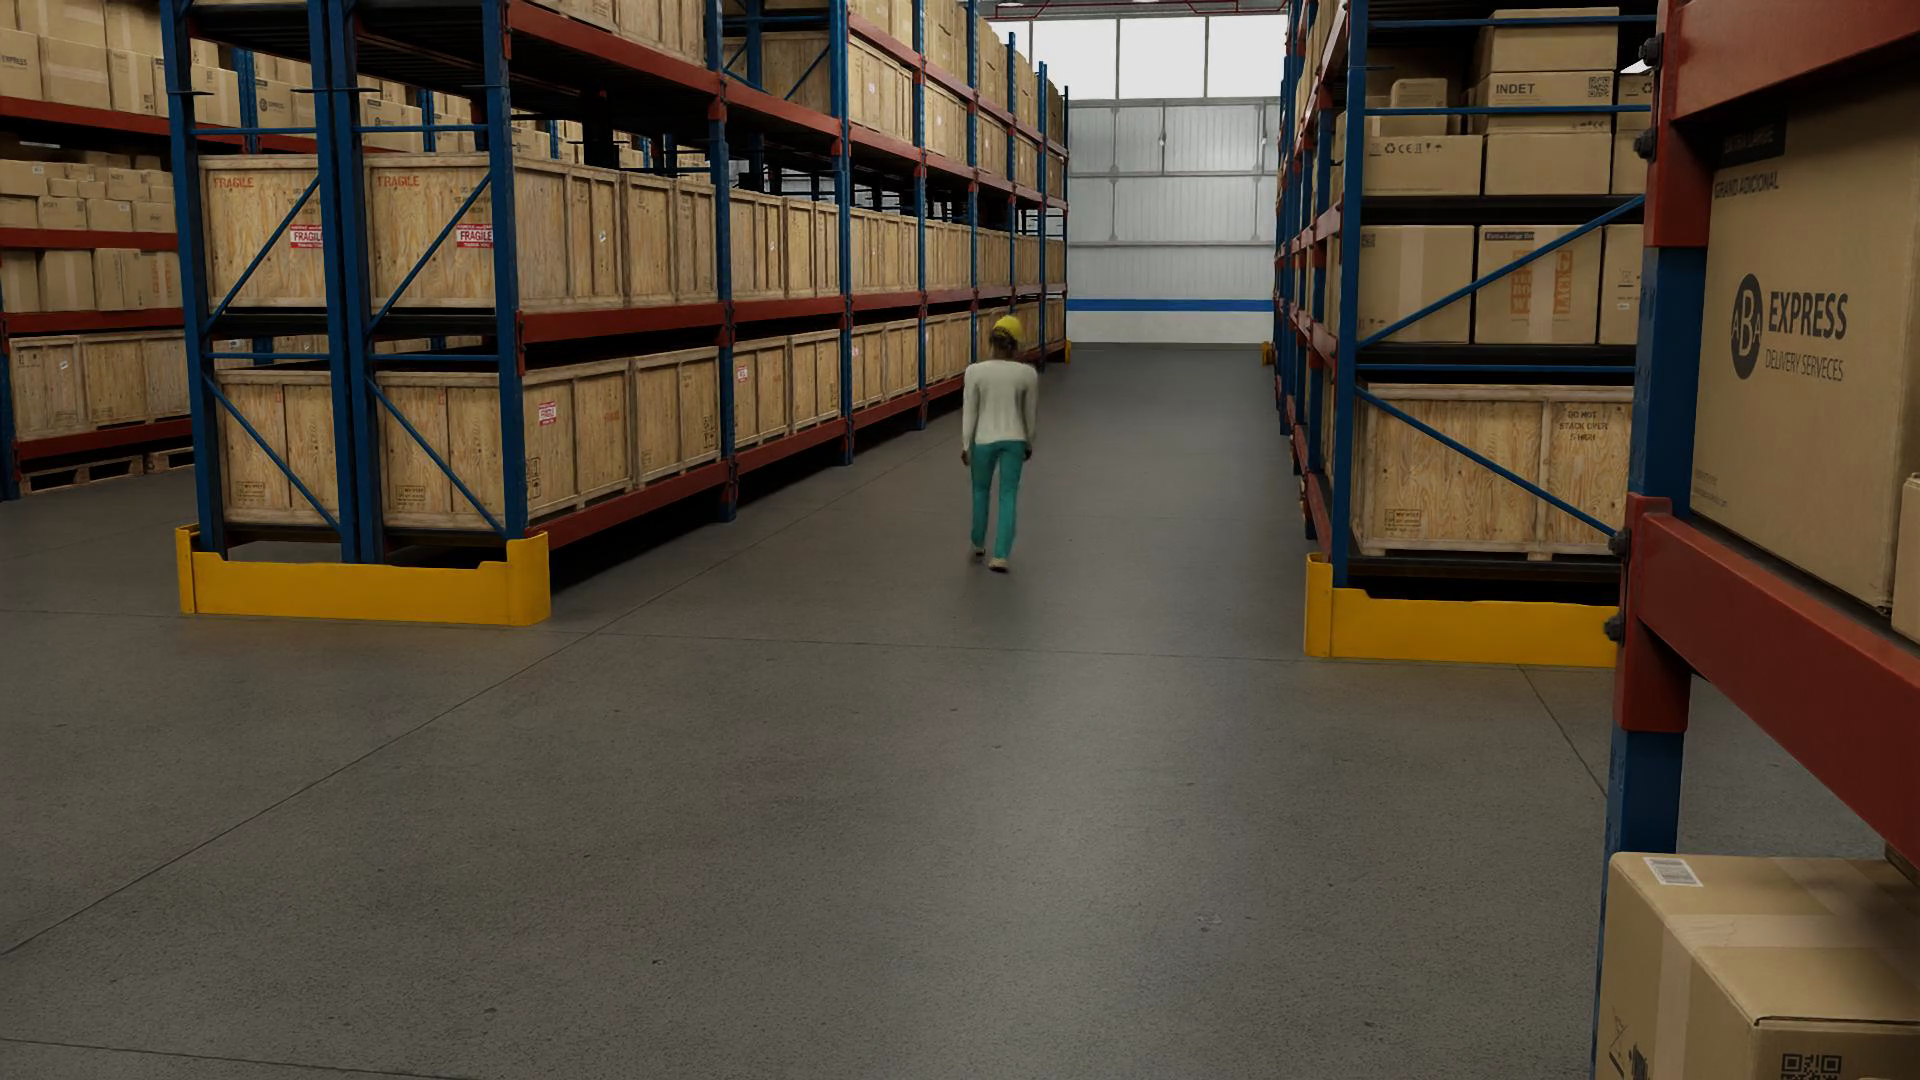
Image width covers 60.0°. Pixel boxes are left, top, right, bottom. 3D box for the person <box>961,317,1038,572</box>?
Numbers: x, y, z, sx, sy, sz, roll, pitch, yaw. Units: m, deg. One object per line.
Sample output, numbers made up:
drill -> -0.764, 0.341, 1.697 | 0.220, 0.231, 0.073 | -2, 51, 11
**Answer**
person -> 0.265, -0.667, 11.432 | 0.541, 1.704, 0.925 | -1, 9, -6
